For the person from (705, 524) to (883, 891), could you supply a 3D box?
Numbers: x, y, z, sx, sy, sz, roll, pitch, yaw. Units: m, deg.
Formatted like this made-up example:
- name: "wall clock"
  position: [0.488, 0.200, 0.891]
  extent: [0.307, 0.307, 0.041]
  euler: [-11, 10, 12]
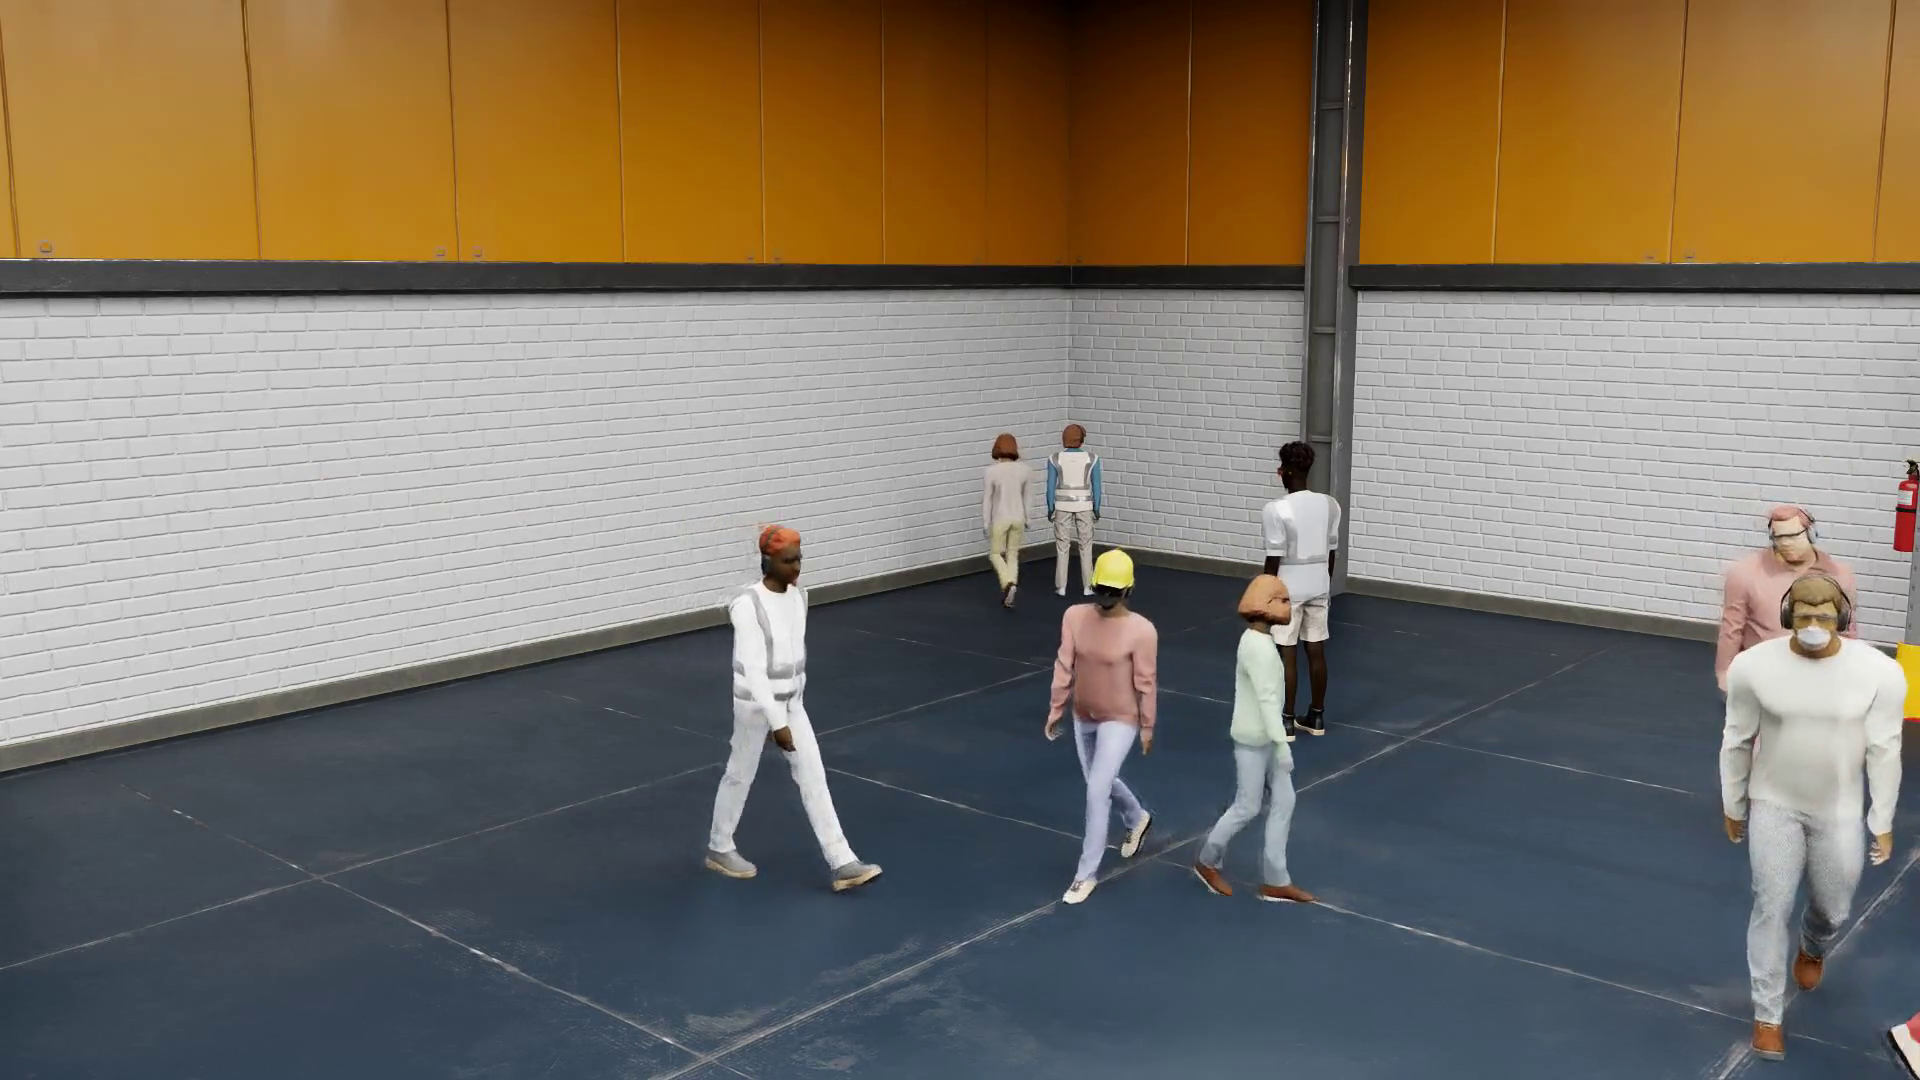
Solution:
- name: "person"
  position: [-0.892, 0.830, 8.173]
  extent: [1.032, 1.828, 0.563]
  euler: [6, 11, 34]

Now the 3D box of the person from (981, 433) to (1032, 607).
- name: "person"
  position: [0.443, -0.163, 15.102]
  extent: [0.502, 1.611, 0.461]
  euler: [-4, 10, -22]

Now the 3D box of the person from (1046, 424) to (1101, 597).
- name: "person"
  position: [1.071, -0.272, 15.689]
  extent: [0.516, 1.636, 0.314]
  euler: [1, 9, 6]

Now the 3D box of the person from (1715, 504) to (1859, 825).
- name: "person"
  position: [4.297, 0.723, 8.689]
  extent: [0.666, 1.876, 0.681]
  euler: [2, 9, 10]

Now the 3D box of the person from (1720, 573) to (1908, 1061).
- name: "person"
  position: [3.356, 1.039, 6.607]
  extent: [0.637, 1.915, 0.768]
  euler: [4, 10, 26]

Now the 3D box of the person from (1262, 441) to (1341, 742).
- name: "person"
  position: [2.196, 0.332, 10.858]
  extent: [0.603, 1.967, 0.372]
  euler: [-5, 10, -28]

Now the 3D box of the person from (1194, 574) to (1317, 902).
- name: "person"
  position: [1.429, 0.959, 8.063]
  extent: [0.623, 1.602, 0.509]
  euler: [3, 10, 21]

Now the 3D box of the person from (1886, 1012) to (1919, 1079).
- name: "person"
  position: [3.744, 1.207, 6.031]
  extent: [0.434, 1.743, 0.542]
  euler: [5, 10, 26]

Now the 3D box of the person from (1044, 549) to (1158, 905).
- name: "person"
  position: [0.770, 0.867, 8.273]
  extent: [0.538, 1.720, 0.856]
  euler: [7, 12, 38]
